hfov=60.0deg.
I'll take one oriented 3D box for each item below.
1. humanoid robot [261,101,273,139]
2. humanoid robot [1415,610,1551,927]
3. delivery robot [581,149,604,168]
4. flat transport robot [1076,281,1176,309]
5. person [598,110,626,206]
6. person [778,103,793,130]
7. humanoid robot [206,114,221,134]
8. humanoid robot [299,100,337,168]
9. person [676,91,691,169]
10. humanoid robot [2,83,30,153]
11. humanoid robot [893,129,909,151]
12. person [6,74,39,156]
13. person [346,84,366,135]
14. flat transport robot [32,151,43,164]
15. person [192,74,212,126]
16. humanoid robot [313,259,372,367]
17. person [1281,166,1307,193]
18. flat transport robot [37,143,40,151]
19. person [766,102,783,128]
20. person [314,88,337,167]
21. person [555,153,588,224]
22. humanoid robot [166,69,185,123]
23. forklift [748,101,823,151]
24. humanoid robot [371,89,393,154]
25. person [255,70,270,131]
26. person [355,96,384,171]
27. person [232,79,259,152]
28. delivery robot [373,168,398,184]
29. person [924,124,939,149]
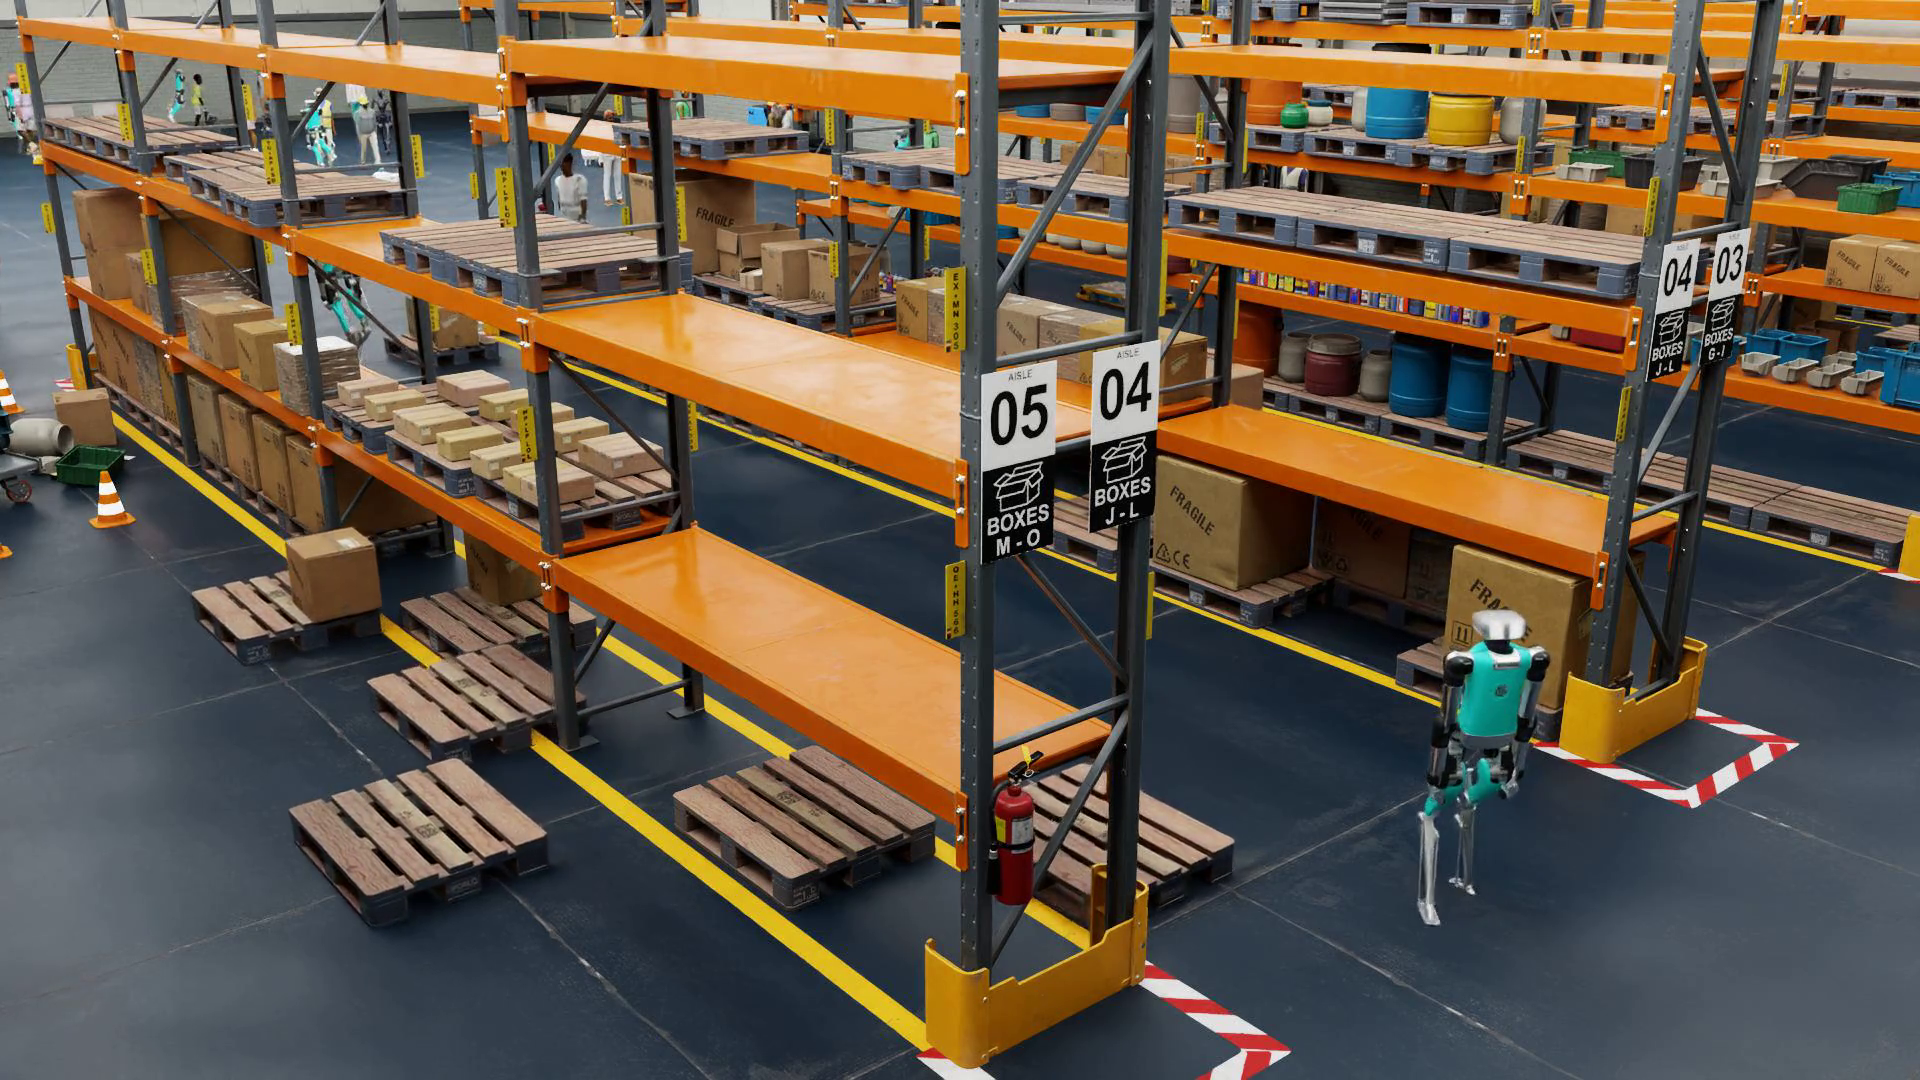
[{"bbox_3d":[-15.679,-9.174,37.940,0.612,1.639,0.590,7,21,19],"label":"humanoid robot"},{"bbox_3d":[2.568,1.117,8.577,0.531,1.797,0.795,-3,20,-9],"label":"humanoid robot"},{"bbox_3d":[-8.591,-9.139,39.542,0.785,0.614,0.523,4,20,11],"label":"delivery robot"},{"bbox_3d":[2.370,-3.482,23.847,0.659,0.231,1.431,-13,23,-33],"label":"flat transport robot"},{"bbox_3d":[-6.973,-7.647,33.285,0.564,1.878,0.352,-16,25,-37],"label":"person"},{"bbox_3d":[-3.723,-8.707,36.312,0.419,1.871,0.623,3,20,9],"label":"person"},{"bbox_3d":[-15.675,-8.162,35.146,0.780,1.650,0.608,-2,19,-6],"label":"humanoid robot"},{"bbox_3d":[-14.141,-8.801,36.763,0.912,1.763,0.551,13,23,33],"label":"humanoid robot"},{"bbox_3d":[-6.329,-9.434,38.212,0.404,1.980,0.486,1,19,3],"label":"person"},{"bbox_3d":[-23.724,-10.626,42.052,0.656,1.854,0.539,17,25,39],"label":"humanoid robot"},{"bbox_3d":[-1.264,-6.689,30.821,0.960,1.782,0.574,-18,26,-41],"label":"humanoid robot"},{"bbox_3d":[-23.251,-10.557,41.354,0.552,2.022,0.591,5,20,13],"label":"person"},{"bbox_3d":[-16.712,-12.164,46.085,0.494,1.899,0.477,-7,20,-18],"label":"person"},{"bbox_3d":[-22.160,-9.303,40.411,0.659,0.231,1.431,-10,22,-26],"label":"flat transport robot"},{"bbox_3d":[-21.263,-12.238,46.680,0.703,1.646,0.582,-1,19,-4],"label":"person"},{"bbox_3d":[-7.378,-2.892,20.099,0.549,1.874,0.823,-18,26,-41],"label":"humanoid robot"},{"bbox_3d":[5.482,-5.555,27.396,0.394,1.833,0.565,-9,21,-25],"label":"person"},{"bbox_3d":[-22.801,-10.085,42.638,1.431,0.231,0.659,2,19,6],"label":"flat transport robot"},{"bbox_3d":[-4.157,-9.046,37.424,0.405,1.761,0.545,7,20,18],"label":"person"},{"bbox_3d":[-14.768,-9.518,38.579,0.532,1.893,0.403,-13,23,-33],"label":"person"},{"bbox_3d":[-5.978,-5.037,25.763,0.597,1.931,0.949,6,20,17],"label":"person"},{"bbox_3d":[-22.208,-12.373,46.966,0.823,1.798,0.566,-13,23,-32],"label":"humanoid robot"},{"bbox_3d":[-4.526,-11.368,42.374,1.129,2.768,1.873,-15,24,-37],"label":"forklift"},{"bbox_3d":[-14.537,-10.560,41.942,0.589,1.627,0.784,-3,20,-7],"label":"humanoid robot"},{"bbox_3d":[-19.931,-12.692,47.636,0.401,1.876,0.498,-3,20,-8],"label":"person"},{"bbox_3d":[-13.829,-9.493,38.770,0.534,1.711,0.920,-16,25,-38],"label":"person"},{"bbox_3d":[-18.101,-10.753,42.164,0.800,1.843,0.410,8,21,21],"label":"person"},{"bbox_3d":[-12.085,-7.449,34.715,0.499,0.601,0.783,7,21,20],"label":"delivery robot"},{"bbox_3d":[-0.586,-7.542,33.201,0.476,1.733,0.316,16,25,38],"label":"person"}]
